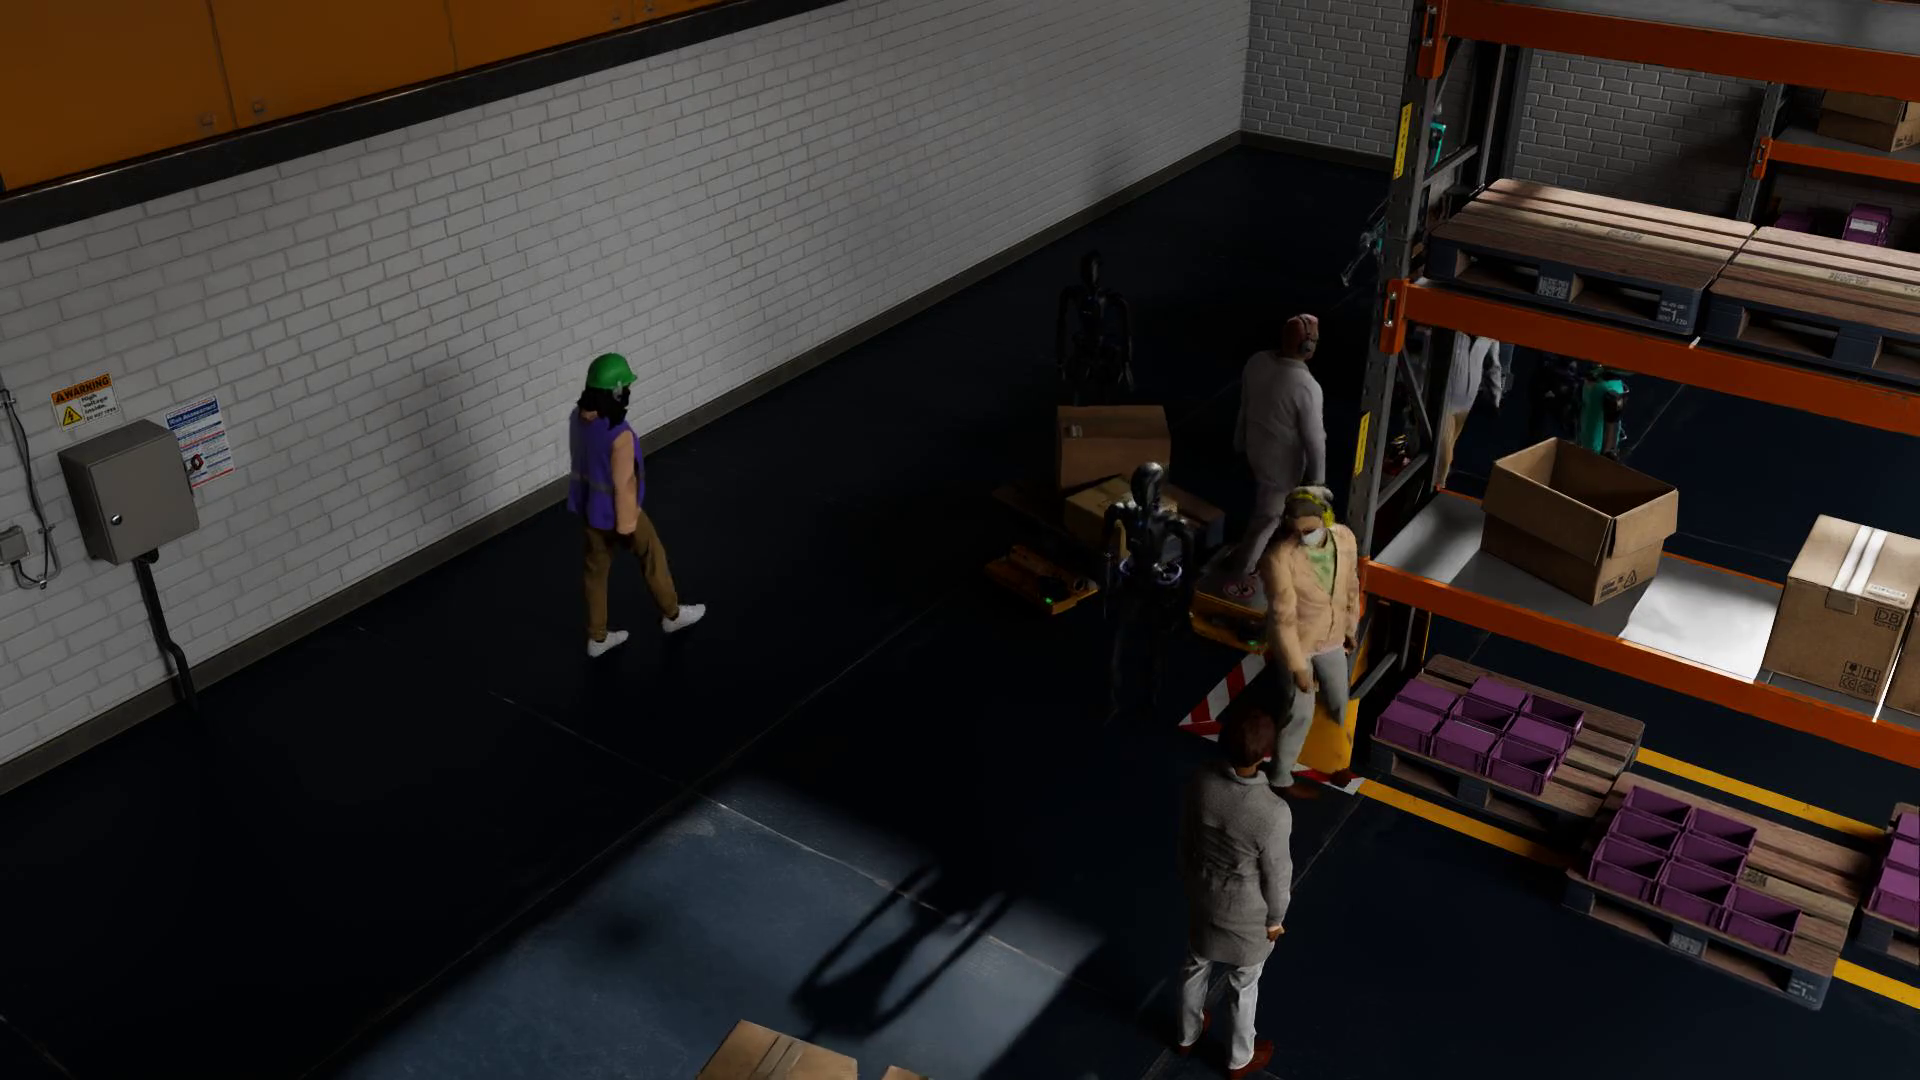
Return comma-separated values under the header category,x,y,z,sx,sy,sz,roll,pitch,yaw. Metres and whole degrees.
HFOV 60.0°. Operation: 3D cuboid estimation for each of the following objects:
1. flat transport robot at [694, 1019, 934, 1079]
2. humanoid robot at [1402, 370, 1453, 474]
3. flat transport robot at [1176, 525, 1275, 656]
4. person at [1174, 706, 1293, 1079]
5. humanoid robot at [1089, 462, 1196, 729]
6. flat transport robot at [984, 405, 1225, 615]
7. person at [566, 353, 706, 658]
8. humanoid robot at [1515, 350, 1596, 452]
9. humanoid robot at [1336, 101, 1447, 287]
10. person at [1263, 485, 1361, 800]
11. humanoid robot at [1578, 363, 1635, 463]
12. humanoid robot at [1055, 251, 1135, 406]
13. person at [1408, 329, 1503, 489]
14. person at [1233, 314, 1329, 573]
category,x,y,z,sx,sy,sz,roll,pitch,yaw
flat transport robot,-0.439,2.743,6.281,0.659,0.231,1.431,13,32,21
humanoid robot,3.370,-1.187,11.653,0.737,1.805,0.536,9,31,15
flat transport robot,1.935,0.253,10.601,0.659,0.231,1.431,19,35,30
person,1.136,1.478,6.916,0.503,1.830,0.367,21,36,32
humanoid robot,1.005,0.333,9.057,0.612,1.652,0.388,16,33,25
flat transport robot,0.908,0.053,10.949,1.431,0.231,0.659,-23,37,-34
person,-1.963,-0.242,9.828,0.548,1.892,0.875,23,37,34
humanoid robot,4.132,-1.047,11.473,0.584,1.643,0.635,-12,32,-20
humanoid robot,3.786,-3.013,14.849,0.877,1.821,0.552,4,30,6
person,1.832,0.511,8.592,0.643,1.835,0.460,-16,33,-25
humanoid robot,4.042,-0.325,10.163,0.692,1.822,0.534,1,30,1
humanoid robot,0.965,-1.262,11.826,0.611,1.648,0.322,11,32,18
person,3.344,-0.902,11.163,0.578,1.706,0.747,-12,32,-20
person,2.059,-0.519,10.353,0.907,1.865,0.670,-14,33,-23
